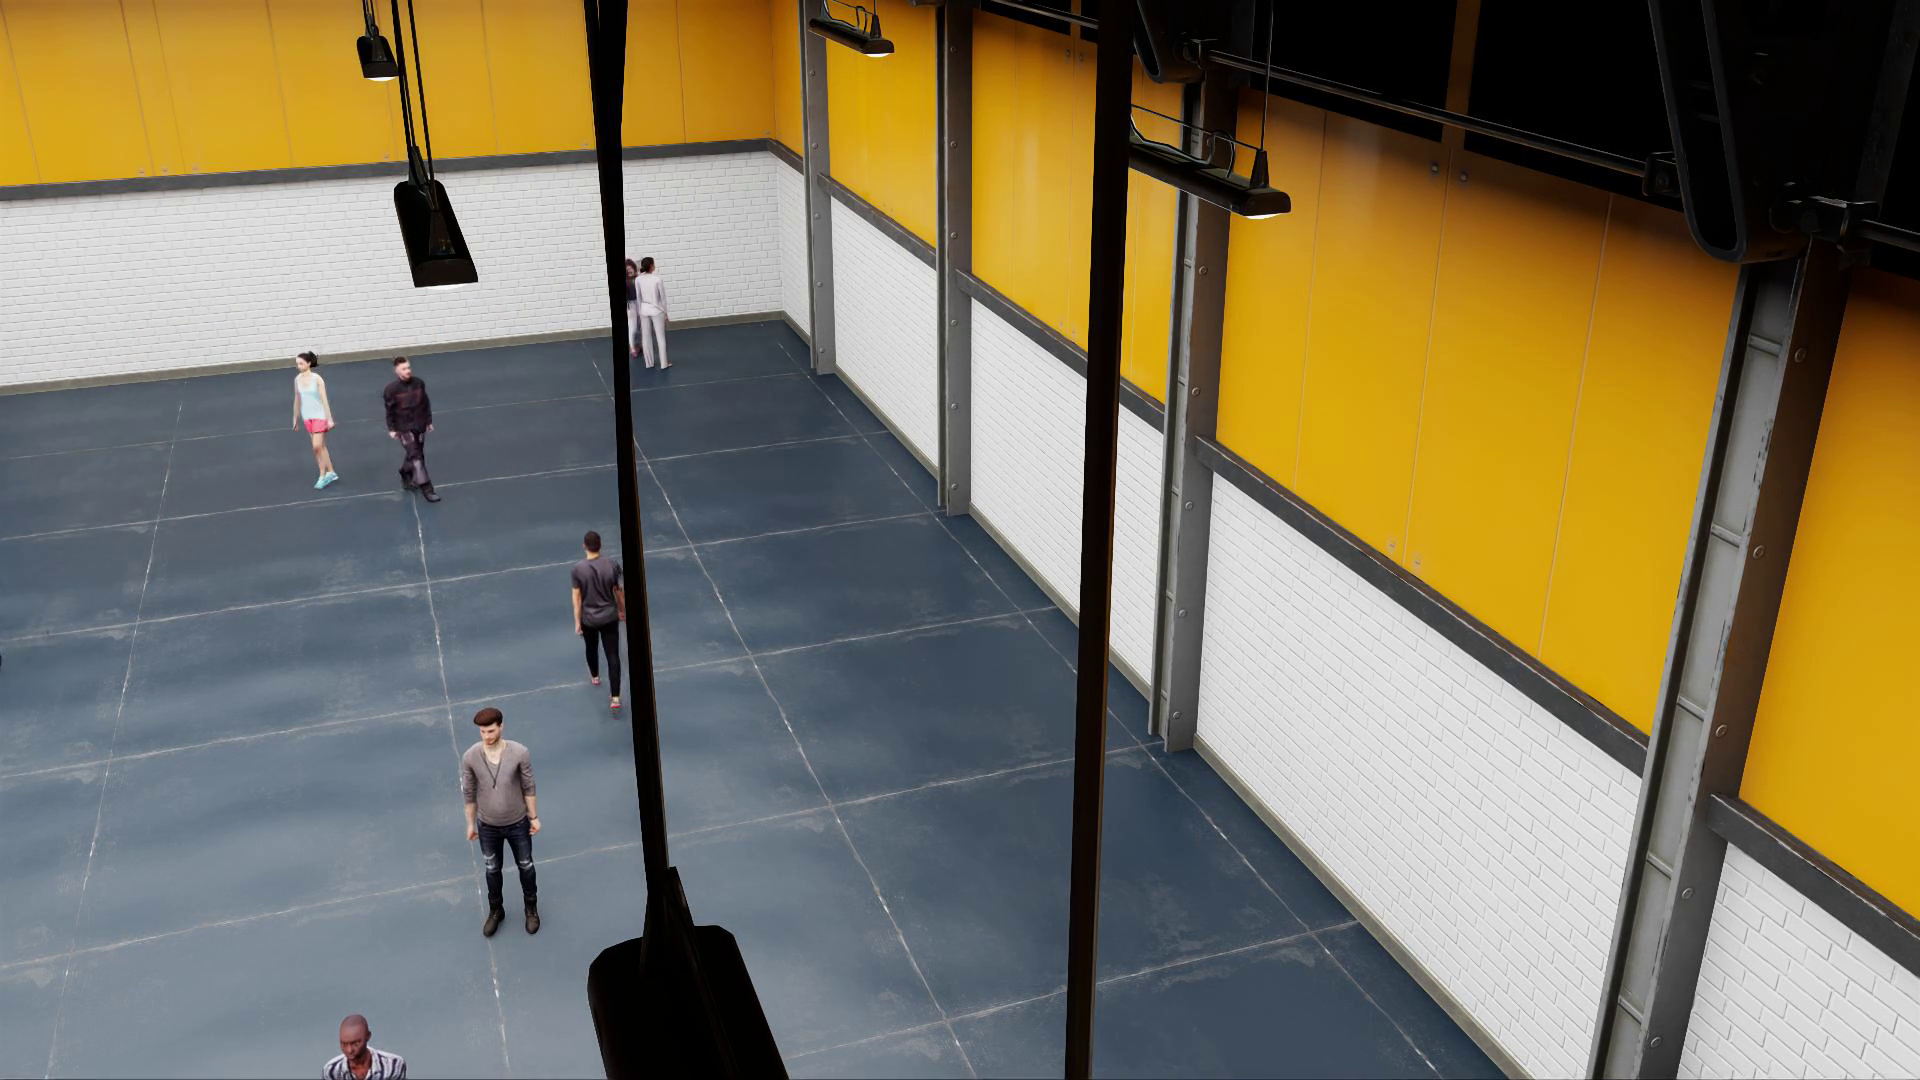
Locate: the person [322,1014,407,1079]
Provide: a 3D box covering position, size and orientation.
[{"bbox_3d":[-3.398,3.485,9.618,0.649,1.796,0.570,-5,24,-11],"label":"person"}]

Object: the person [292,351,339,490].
[{"bbox_3d":[-8.169,-1.562,21.218,0.836,1.752,0.904,7,25,17],"label":"person"}]

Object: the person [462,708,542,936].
[{"bbox_3d":[-3.466,2.113,12.622,0.745,1.903,0.645,-3,24,-8],"label":"person"}]

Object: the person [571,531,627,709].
[{"bbox_3d":[-3.416,0.798,15.860,0.694,1.719,1.178,-7,25,-16],"label":"person"}]

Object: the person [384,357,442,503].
[{"bbox_3d":[-6.914,-1.430,20.839,1.299,1.813,1.088,20,31,38],"label":"person"}]

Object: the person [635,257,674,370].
[{"bbox_3d":[-4.757,-3.513,25.699,0.722,1.737,0.738,6,24,13],"label":"person"}]

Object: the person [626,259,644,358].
[{"bbox_3d":[-5.133,-3.675,26.248,0.873,1.594,0.753,3,24,7],"label":"person"}]
